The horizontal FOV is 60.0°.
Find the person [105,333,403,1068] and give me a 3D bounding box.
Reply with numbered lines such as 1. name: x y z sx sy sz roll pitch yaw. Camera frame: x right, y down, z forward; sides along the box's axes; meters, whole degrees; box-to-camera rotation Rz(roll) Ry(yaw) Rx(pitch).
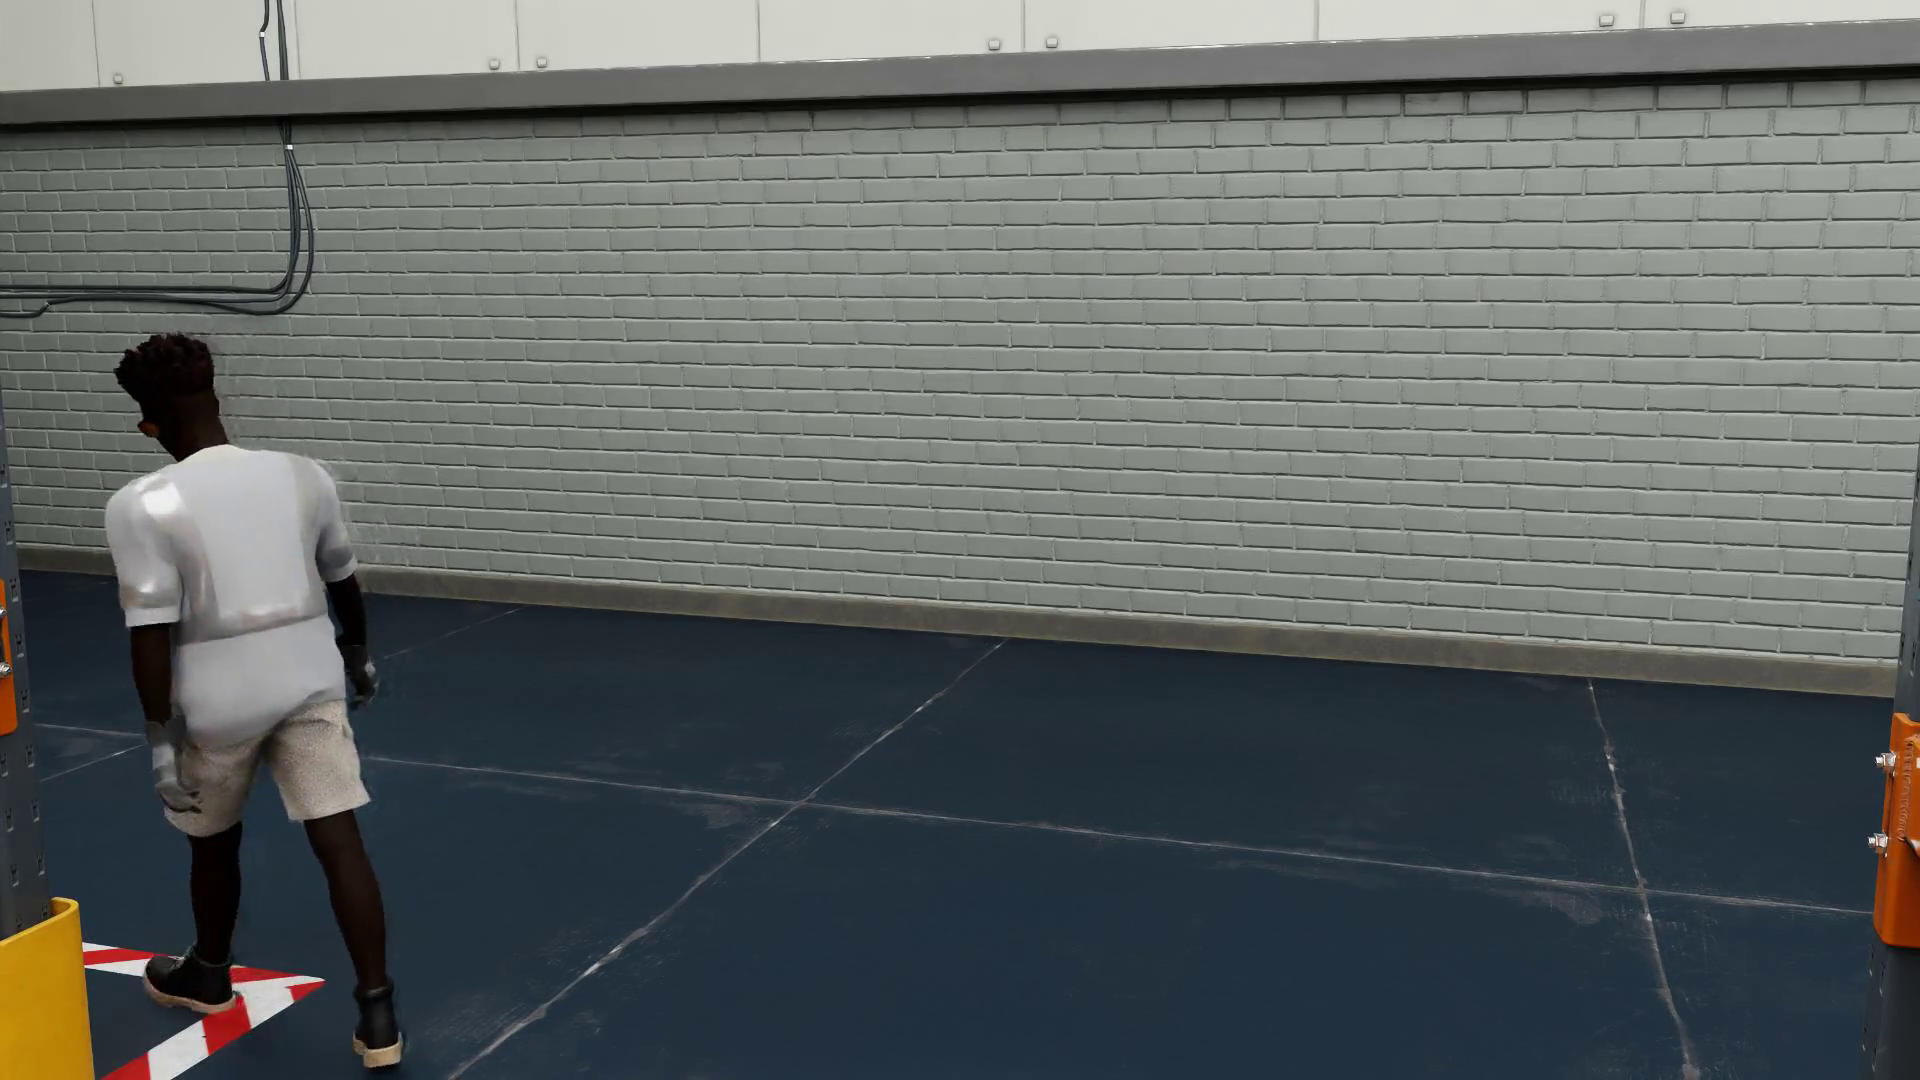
1. person: -1.799 0.410 4.364 0.986 1.897 0.759 9 13 43
